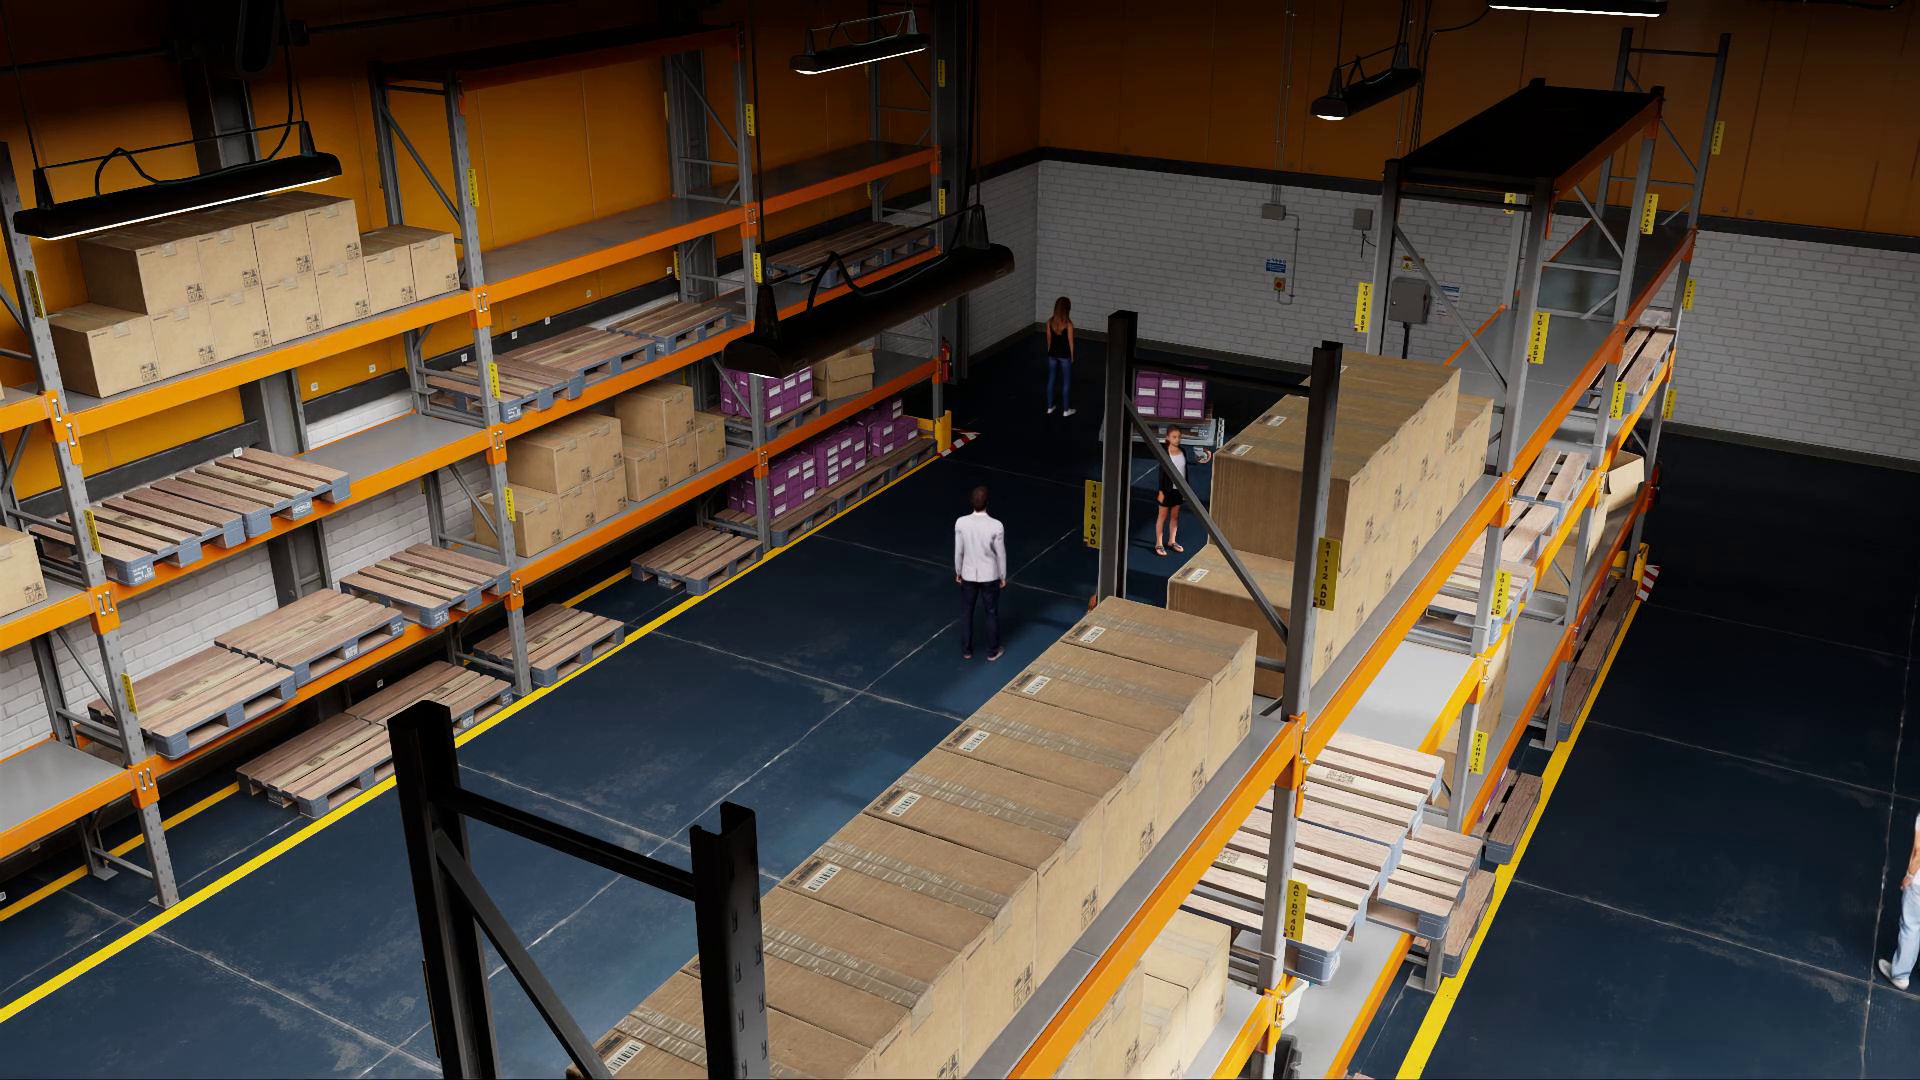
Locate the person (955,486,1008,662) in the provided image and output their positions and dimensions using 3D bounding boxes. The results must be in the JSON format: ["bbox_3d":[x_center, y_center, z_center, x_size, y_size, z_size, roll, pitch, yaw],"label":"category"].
[{"bbox_3d":[0.197,0.343,16.806,0.741,1.848,0.671,5,24,12],"label":"person"}]

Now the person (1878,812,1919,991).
[{"bbox_3d":[7.075,2.435,12.004,0.747,1.862,0.704,4,24,8],"label":"person"}]

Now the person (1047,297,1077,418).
[{"bbox_3d":[1.429,-2.633,23.772,0.592,1.721,0.497,14,27,29],"label":"person"}]

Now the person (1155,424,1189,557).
[{"bbox_3d":[2.453,-0.604,19.338,0.625,1.556,0.697,-11,26,-24],"label":"person"}]
